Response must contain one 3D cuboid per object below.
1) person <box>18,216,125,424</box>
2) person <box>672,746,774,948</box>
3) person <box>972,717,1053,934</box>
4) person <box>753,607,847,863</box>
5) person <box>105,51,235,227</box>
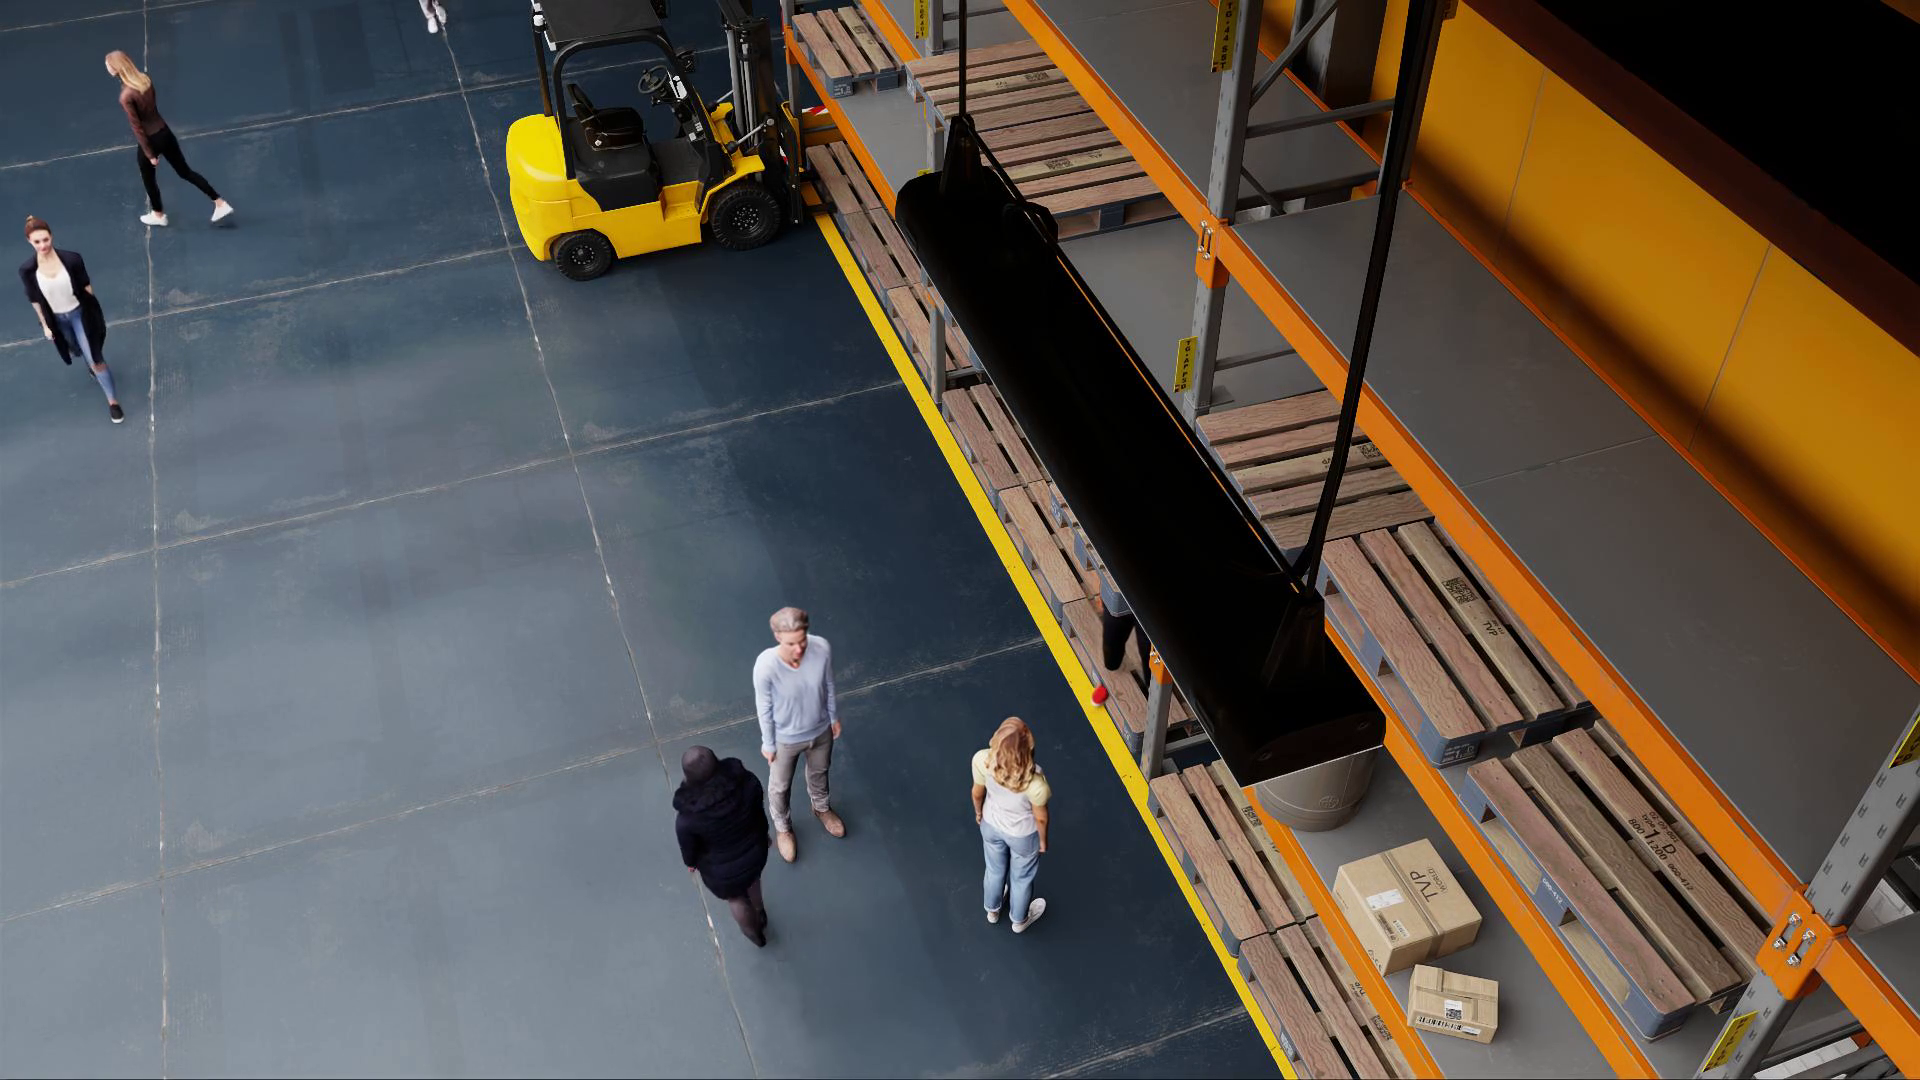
[{"bbox_3d":[-6.762,-1.729,12.633,0.629,1.655,1.066,-15,46,-16],"label":"person"},{"bbox_3d":[-1.207,1.736,8.997,0.757,1.653,0.745,-26,49,-24],"label":"person"},{"bbox_3d":[0.283,1.575,9.115,0.700,1.723,0.767,19,47,19],"label":"person"},{"bbox_3d":[-0.928,1.073,9.518,0.689,1.894,0.636,-22,48,-21],"label":"person"},{"bbox_3d":[-6.888,-3.449,14.426,1.023,1.672,1.110,7,44,8],"label":"person"}]
